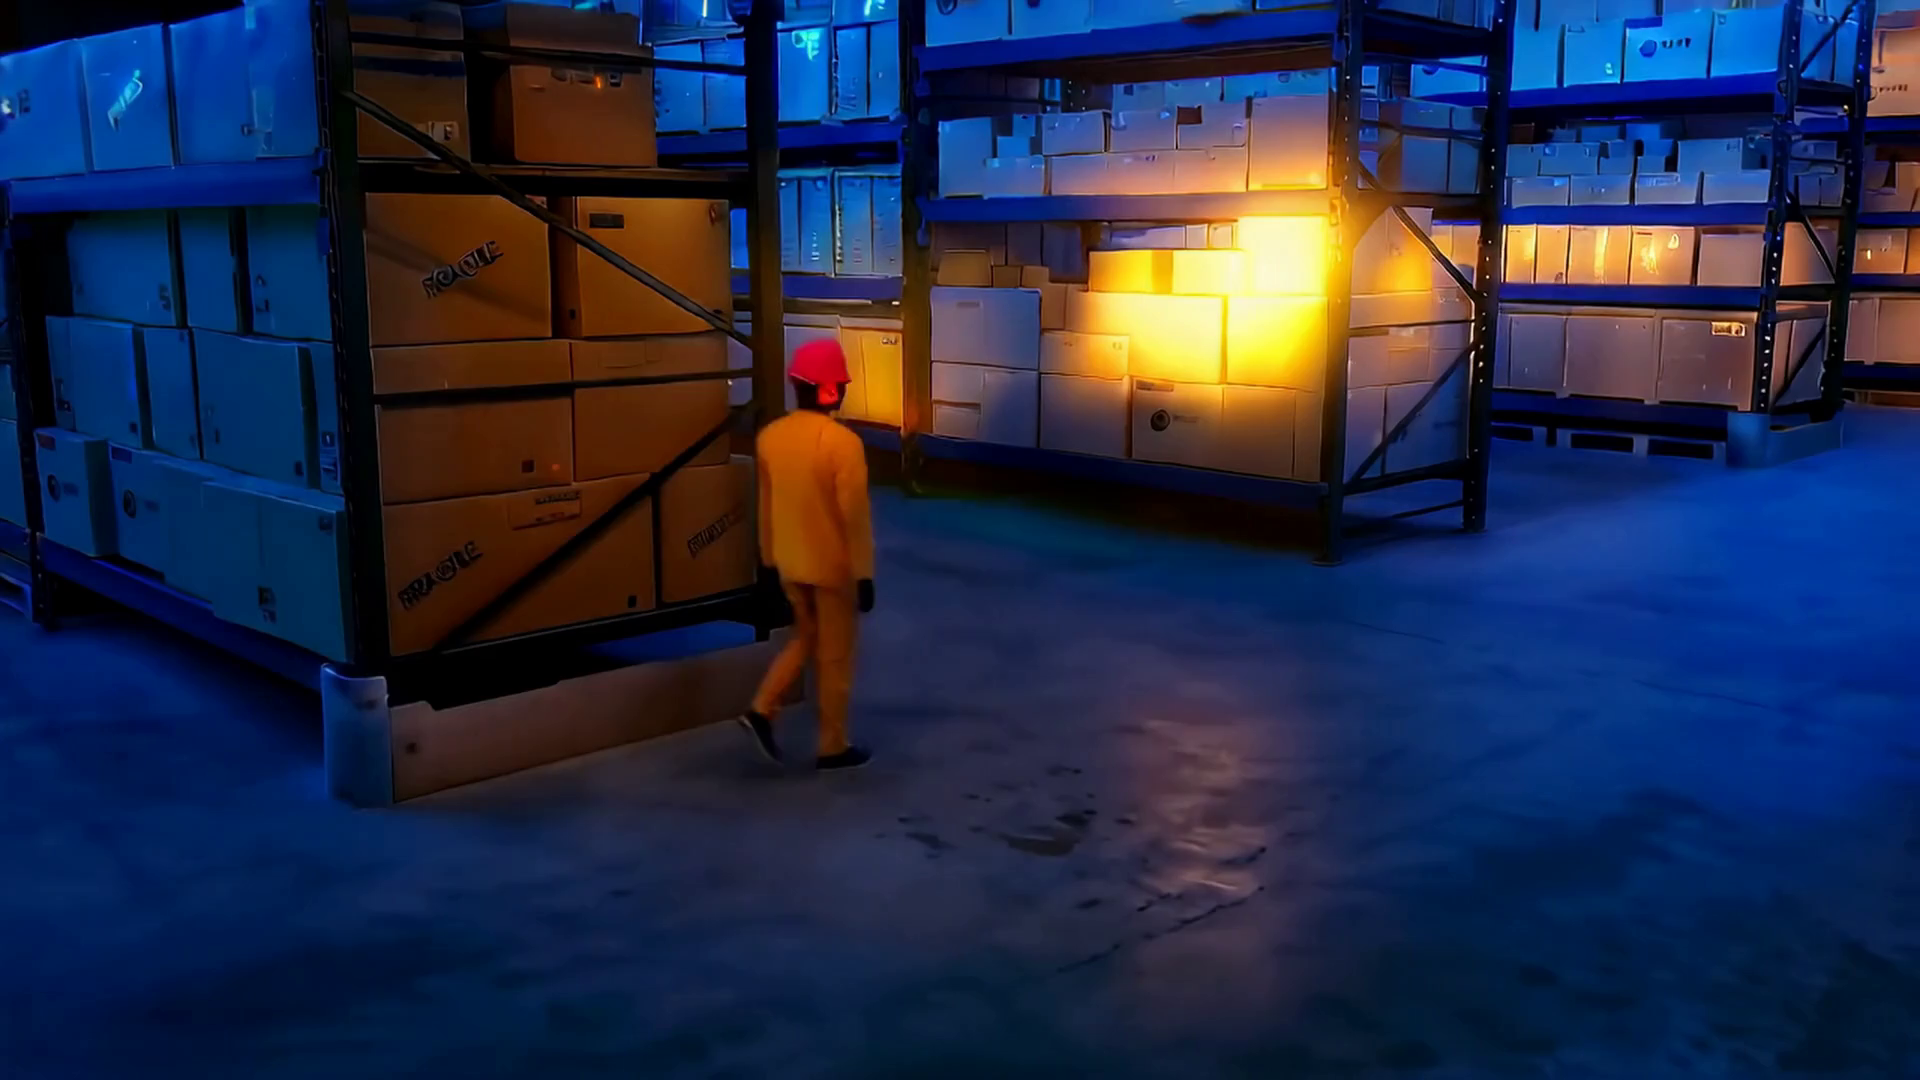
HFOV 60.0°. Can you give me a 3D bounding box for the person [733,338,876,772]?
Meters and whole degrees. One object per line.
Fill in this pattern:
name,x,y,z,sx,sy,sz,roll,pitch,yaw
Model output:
person,-0.587,0.084,6.511,0.509,1.735,0.570,-10,14,-43
